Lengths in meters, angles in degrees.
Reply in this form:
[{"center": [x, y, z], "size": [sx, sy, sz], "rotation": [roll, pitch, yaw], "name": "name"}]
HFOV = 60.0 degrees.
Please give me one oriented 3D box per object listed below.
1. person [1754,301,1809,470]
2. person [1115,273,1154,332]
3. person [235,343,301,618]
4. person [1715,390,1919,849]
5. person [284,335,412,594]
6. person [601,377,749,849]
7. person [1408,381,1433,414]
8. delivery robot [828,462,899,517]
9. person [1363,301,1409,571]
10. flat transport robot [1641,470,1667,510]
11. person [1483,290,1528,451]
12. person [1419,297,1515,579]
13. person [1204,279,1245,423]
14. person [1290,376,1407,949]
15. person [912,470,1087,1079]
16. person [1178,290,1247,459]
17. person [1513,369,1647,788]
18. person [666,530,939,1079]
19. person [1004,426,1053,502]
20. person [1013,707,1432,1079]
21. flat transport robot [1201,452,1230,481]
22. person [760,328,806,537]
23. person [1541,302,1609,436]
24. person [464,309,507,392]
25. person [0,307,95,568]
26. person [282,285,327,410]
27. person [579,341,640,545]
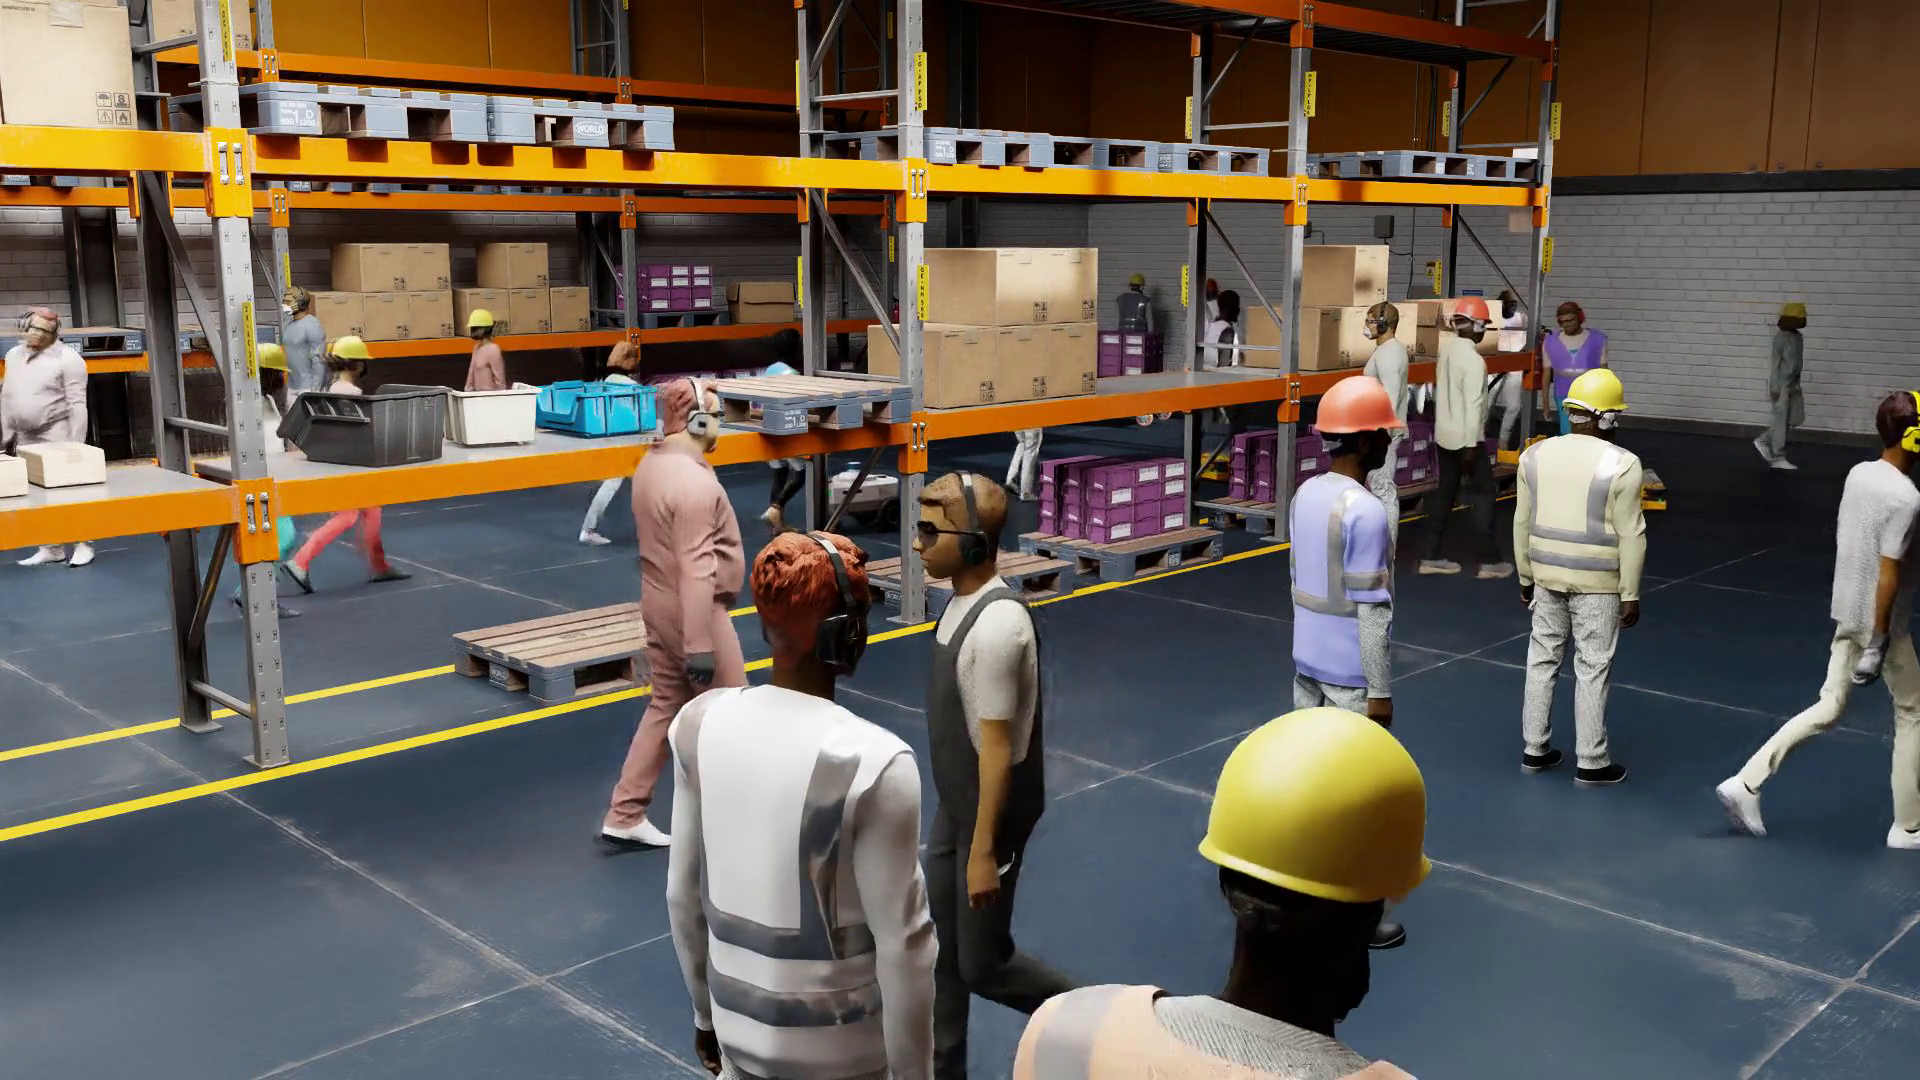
[{"center": [8.515, -1.602, 17.206], "size": [0.505, 1.730, 0.432], "rotation": [-8, 13, -36], "name": "person"}, {"center": [2.662, -3.142, 25.372], "size": [0.613, 1.823, 0.403], "rotation": [5, 12, 27], "name": "person"}, {"center": [-4.288, -0.344, 10.333], "size": [0.367, 1.746, 0.529], "rotation": [-3, 11, -14], "name": "person"}, {"center": [3.492, 0.323, 6.476], "size": [0.889, 1.829, 0.517], "rotation": [0, 10, -2], "name": "person"}, {"center": [-4.214, -0.521, 11.315], "size": [0.810, 1.733, 0.520], "rotation": [-6, 12, -31], "name": "person"}, {"center": [-1.030, 0.303, 6.448], "size": [0.817, 1.878, 0.662], "rotation": [-5, 12, -27], "name": "person"}, {"center": [4.927, -1.705, 18.211], "size": [0.521, 1.580, 0.890], "rotation": [4, 11, 22], "name": "person"}, {"center": [-0.859, -0.394, 13.575], "size": [0.707, 0.478, 0.477], "rotation": [-8, 13, -34], "name": "delivery robot"}, {"center": [3.037, -0.743, 11.972], "size": [0.354, 1.938, 0.636], "rotation": [3, 11, 16], "name": "person"}, {"center": [5.999, -0.486, 15.121], "size": [0.652, 0.197, 1.431], "rotation": [3, 11, 16], "name": "flat transport robot"}, {"center": [5.901, -1.811, 18.131], "size": [0.647, 1.817, 0.481], "rotation": [0, 10, 1], "name": "person"}, {"center": [3.580, -0.723, 11.773], "size": [0.654, 1.961, 0.638], "rotation": [-2, 11, -11], "name": "person"}, {"center": [3.294, -2.444, 21.564], "size": [0.649, 1.820, 0.925], "rotation": [-4, 11, -23], "name": "person"}, {"center": [1.313, 0.415, 5.653], "size": [0.349, 1.942, 0.545], "rotation": [-3, 11, -15], "name": "person"}, {"center": [0.127, 0.715, 4.349], "size": [0.726, 1.822, 0.528], "rotation": [-2, 11, -11], "name": "person"}, {"center": [2.644, -1.569, 16.689], "size": [1.028, 1.864, 0.614], "rotation": [-1, 10, -8], "name": "person"}, {"center": [2.729, 0.164, 7.316], "size": [0.403, 1.830, 0.600], "rotation": [-8, 13, -37], "name": "person"}, {"center": [-0.283, 0.915, 3.082], "size": [0.585, 1.882, 0.337], "rotation": [8, 13, 36], "name": "person"}, {"center": [0.619, -1.150, 15.046], "size": [0.559, 1.617, 0.356], "rotation": [10, 15, 44], "name": "person"}, {"center": [0.330, 1.124, 1.876], "size": [0.619, 1.905, 0.491], "rotation": [7, 13, 34], "name": "person"}, {"center": [3.017, -0.769, 16.665], "size": [1.431, 0.197, 0.652], "rotation": [-4, 11, -23], "name": "flat transport robot"}, {"center": [-1.390, -0.837, 13.185], "size": [0.383, 1.687, 0.540], "rotation": [-7, 13, -34], "name": "person"}, {"center": [5.603, -1.254, 15.103], "size": [0.659, 1.807, 0.472], "rotation": [5, 12, 26], "name": "person"}, {"center": [-4.436, -1.313, 15.687], "size": [0.917, 1.724, 0.519], "rotation": [-6, 12, -30], "name": "person"}, {"center": [-6.648, -0.736, 12.090], "size": [0.692, 1.891, 0.402], "rotation": [3, 11, 18], "name": "person"}, {"center": [-6.150, -1.410, 15.612], "size": [0.630, 1.940, 0.372], "rotation": [10, 14, 43], "name": "person"}, {"center": [-2.633, -0.763, 13.044], "size": [0.878, 1.582, 0.504], "rotation": [-7, 12, -32], "name": "person"}]
